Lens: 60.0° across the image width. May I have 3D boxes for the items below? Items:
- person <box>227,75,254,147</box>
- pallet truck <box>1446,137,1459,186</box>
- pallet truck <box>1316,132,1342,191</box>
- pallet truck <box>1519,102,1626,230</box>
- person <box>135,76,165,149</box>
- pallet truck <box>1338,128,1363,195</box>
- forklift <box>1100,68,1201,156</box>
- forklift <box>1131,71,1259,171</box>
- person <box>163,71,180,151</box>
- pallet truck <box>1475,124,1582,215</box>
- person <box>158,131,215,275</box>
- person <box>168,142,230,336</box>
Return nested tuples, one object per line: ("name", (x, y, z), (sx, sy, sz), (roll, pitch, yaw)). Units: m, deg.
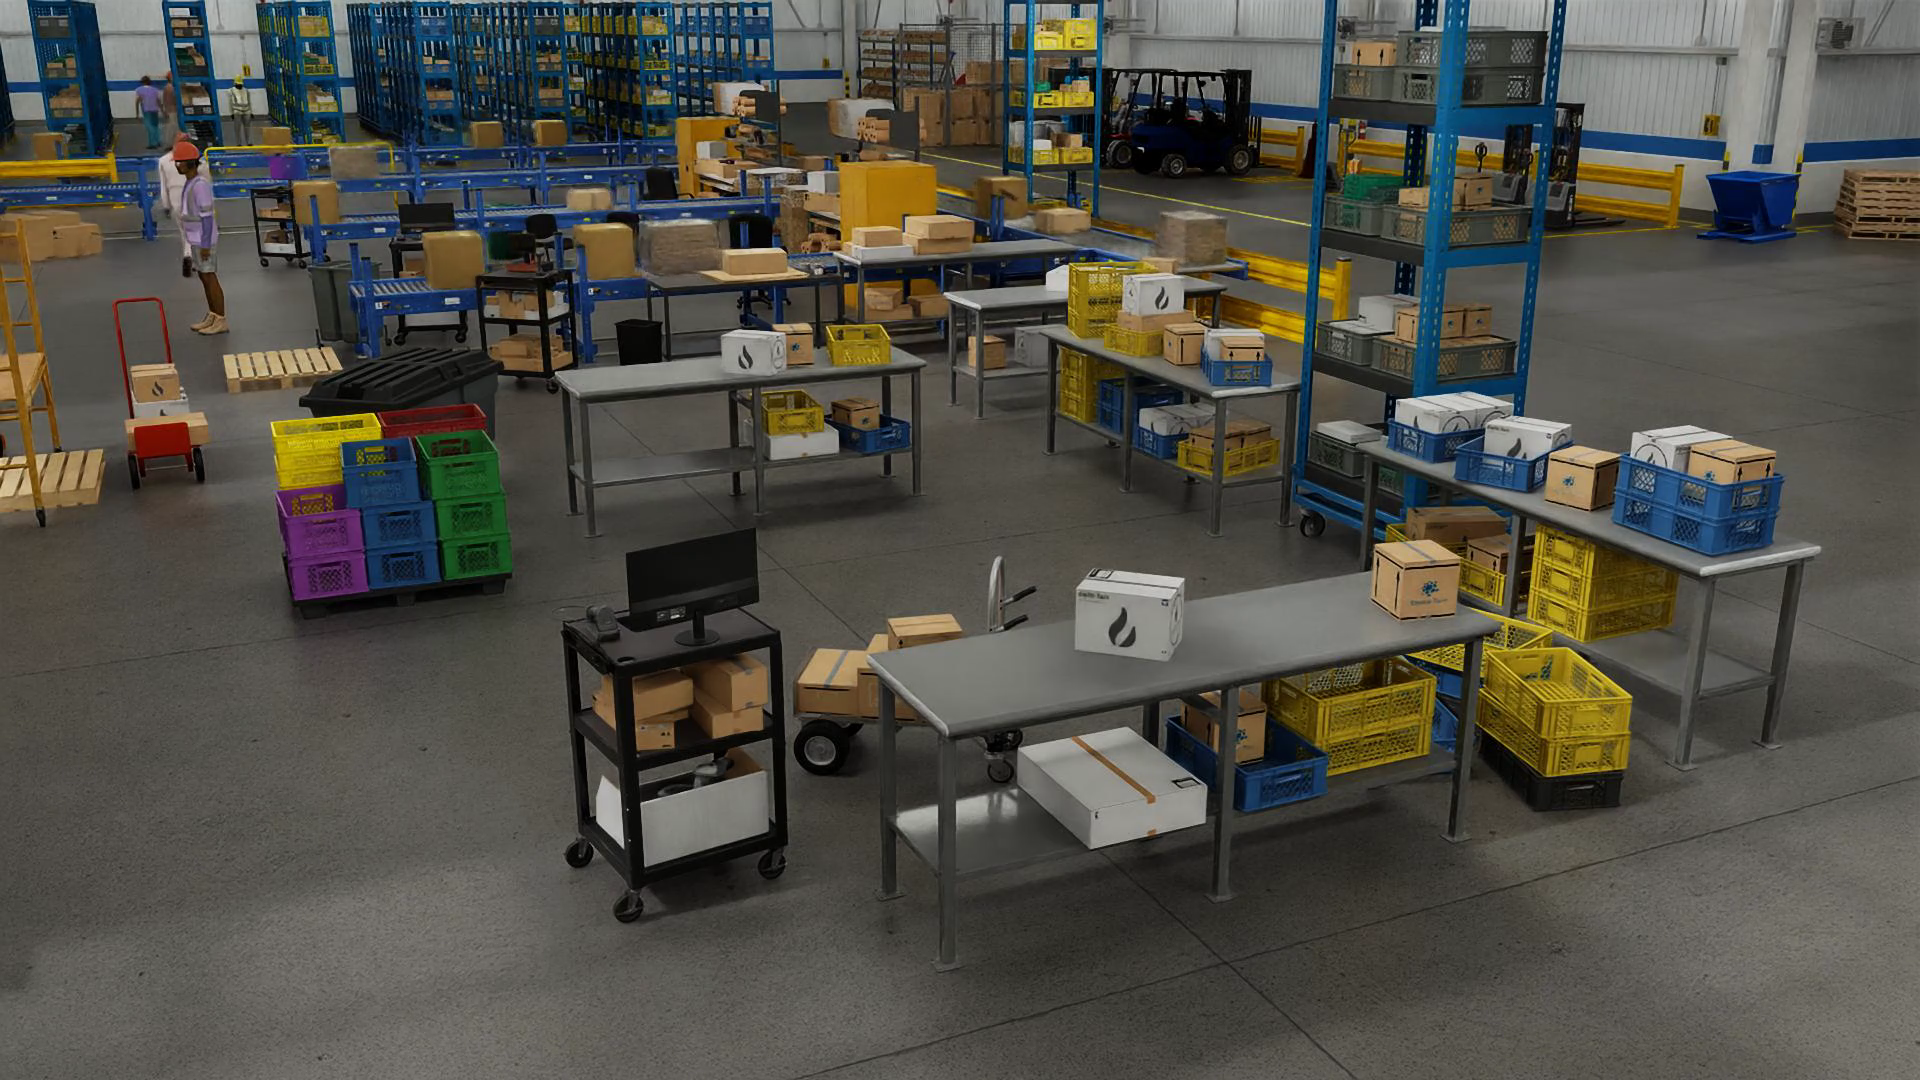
("person", (-18.297, -10.890, 42.359), (0.403, 1.823, 0.586), (16, 24, 42))
("pallet truck", (9.184, -6.485, 29.328), (1.630, 1.274, 0.653), (-8, 19, -23))
("pallet truck", (7.723, -7.504, 32.656), (1.601, 1.201, 0.680), (-8, 19, -23))
("pallet truck", (9.972, -6.037, 26.785), (1.885, 1.965, 0.823), (-9, 20, -25))
("person", (-20.718, -10.931, 42.534), (0.686, 1.790, 0.864), (-14, 22, -37))
("pallet truck", (7.845, -7.140, 31.411), (1.522, 1.261, 0.704), (-9, 20, -25))
("forklift", (4.082, -9.564, 37.410), (2.680, 1.987, 1.157), (-8, 19, -23))
("forklift", (4.998, -8.936, 35.413), (2.680, 1.987, 1.157), (-9, 20, -25))
("person", (-19.643, -10.766, 41.777), (0.605, 1.929, 1.034), (17, 24, 42))
("pallet truck", (9.707, -6.455, 28.103), (1.885, 1.965, 0.823), (-7, 19, -20))
("person", (-10.214, -4.447, 21.993), (0.649, 1.871, 0.838), (-2, 18, -5))
("person", (-8.172, -3.223, 17.846), (0.373, 2.043, 0.615), (-12, 21, -34))
